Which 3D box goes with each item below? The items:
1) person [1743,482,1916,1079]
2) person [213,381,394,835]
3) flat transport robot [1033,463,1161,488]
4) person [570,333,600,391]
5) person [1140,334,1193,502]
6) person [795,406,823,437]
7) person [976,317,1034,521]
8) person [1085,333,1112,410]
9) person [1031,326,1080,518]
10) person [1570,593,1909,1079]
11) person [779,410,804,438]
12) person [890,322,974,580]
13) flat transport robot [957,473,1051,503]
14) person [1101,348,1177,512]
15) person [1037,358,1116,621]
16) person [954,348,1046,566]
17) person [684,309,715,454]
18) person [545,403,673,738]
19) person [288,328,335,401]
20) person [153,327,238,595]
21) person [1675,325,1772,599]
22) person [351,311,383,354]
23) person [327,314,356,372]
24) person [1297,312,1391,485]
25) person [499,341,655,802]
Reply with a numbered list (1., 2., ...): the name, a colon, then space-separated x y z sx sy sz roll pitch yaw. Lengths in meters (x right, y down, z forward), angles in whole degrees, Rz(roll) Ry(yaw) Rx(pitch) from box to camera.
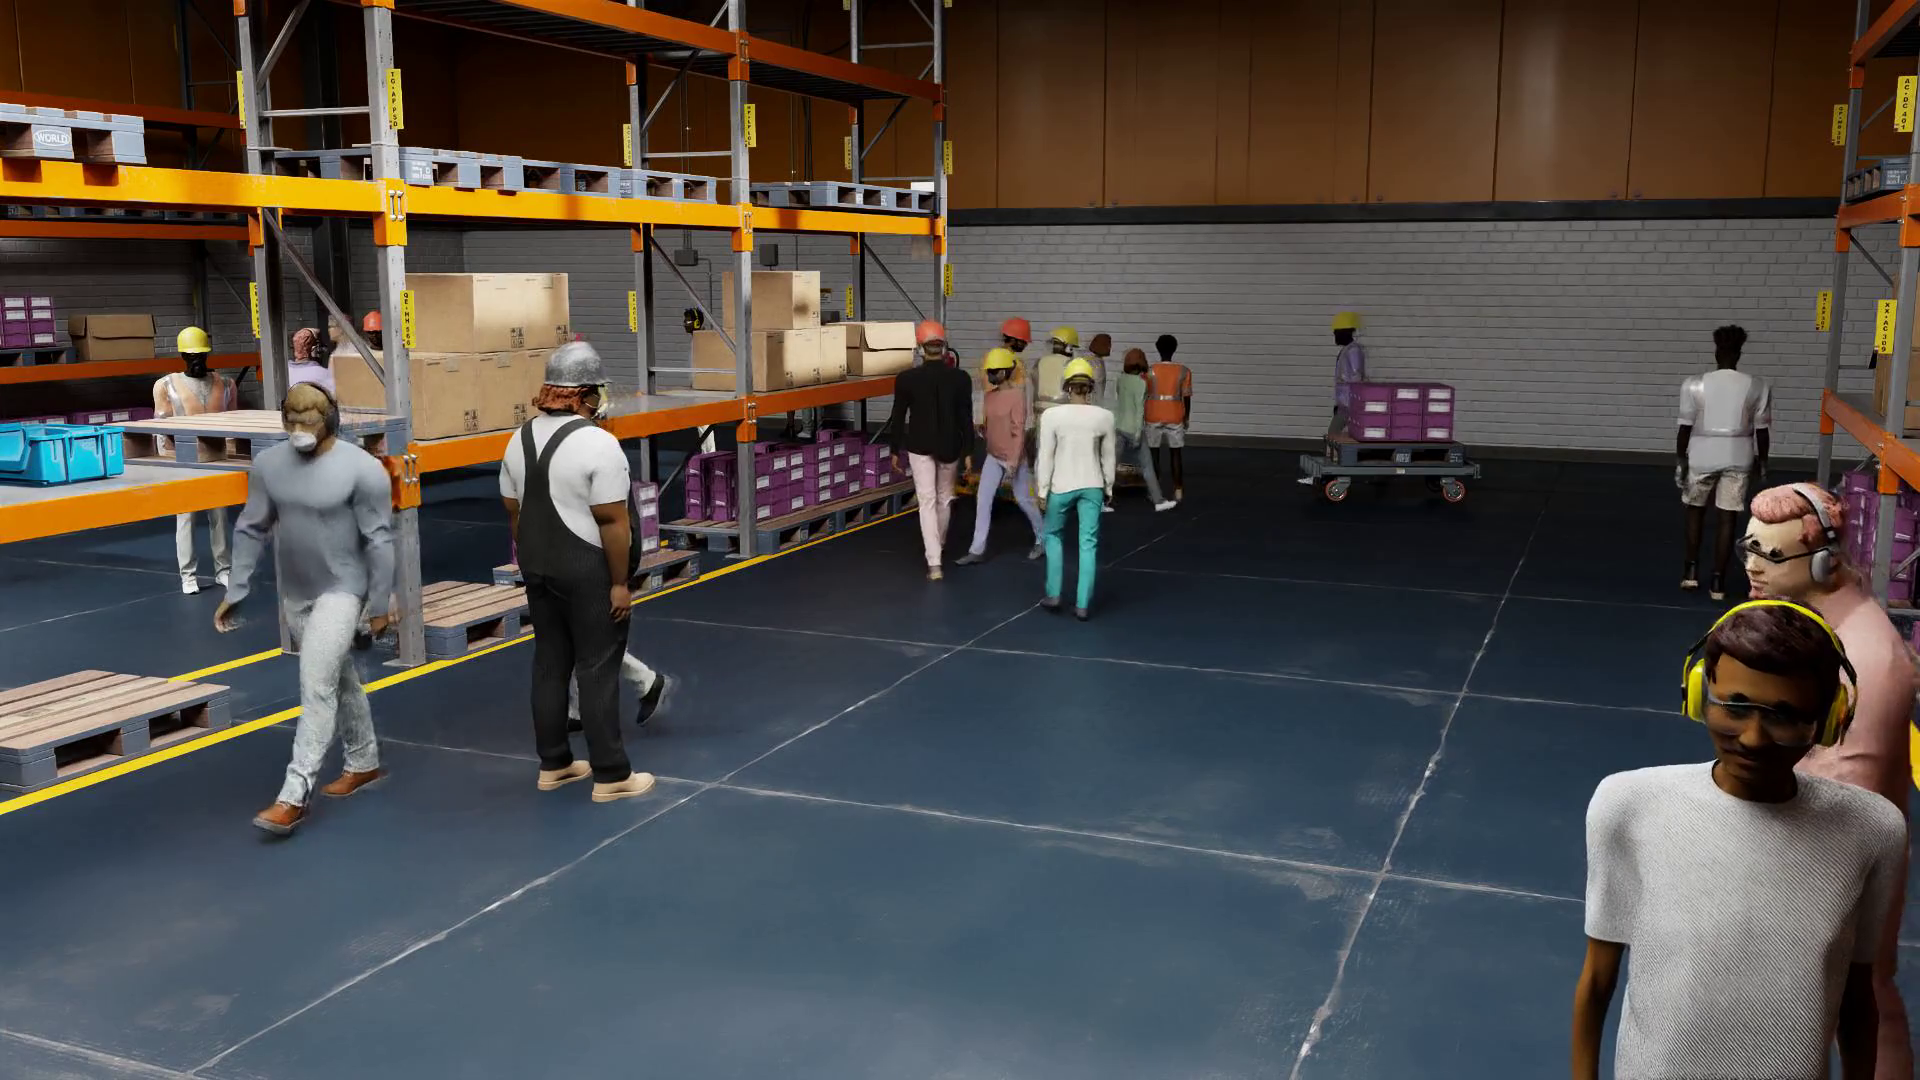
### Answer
1. person: 2.085 0.776 4.123 0.821 1.846 0.663 0 9 3
2. person: -2.777 0.274 7.044 0.653 1.877 0.980 4 10 23
3. flat transport robot: 1.359 -0.650 17.531 1.431 0.197 0.652 -6 11 -31
4. person: -3.309 -0.845 14.089 0.573 1.809 0.909 5 10 26
5. person: 2.039 -1.206 16.626 0.552 1.690 0.344 0 9 -2
6. person: -2.113 -2.289 23.013 0.319 1.742 0.489 7 12 36
7. person: 0.431 -1.094 15.327 0.635 1.892 0.600 -6 11 -33
8. person: 1.523 -1.500 18.610 0.336 1.617 0.519 1 9 9
9. person: 0.951 -1.112 15.714 0.628 1.787 0.748 7 11 35
10. person: 1.243 1.001 2.714 0.518 1.865 0.330 1 9 9
11. person: -2.307 -2.368 22.932 0.543 1.928 0.371 -7 12 -38
12. person: -0.222 -0.695 12.767 0.633 1.935 1.083 -1 9 -8
13. flat transport robot: 0.617 -0.525 16.772 0.652 0.197 1.431 -6 11 -31
14. person: 1.645 -1.049 15.980 0.860 1.581 0.502 -5 11 -29
15. person: 0.771 -0.354 11.266 0.560 1.739 0.700 -2 9 -9
16. person: 0.392 -0.667 13.234 0.891 1.724 0.537 -7 12 -38
17. person: -3.070 -1.775 19.542 0.332 1.864 0.509 -4 10 -22
18. person: -1.798 0.107 8.264 0.553 1.814 0.608 -4 10 -20
19. person: -4.832 -0.632 12.478 0.652 1.906 0.405 3 10 17
20. person: -5.504 -0.577 12.079 0.366 1.926 0.592 9 13 44
21. person: 5.481 -0.570 11.967 0.619 1.946 0.638 4 10 25
22. person: -5.515 -1.203 15.838 0.543 1.939 0.362 -2 10 -14
23. person: -6.245 -1.370 17.005 0.465 1.888 0.649 -5 11 -28
24. person: 4.208 -1.513 17.920 0.997 1.881 0.610 1 9 7
25. person: -1.682 0.132 7.444 0.682 2.000 0.536 7 11 35
